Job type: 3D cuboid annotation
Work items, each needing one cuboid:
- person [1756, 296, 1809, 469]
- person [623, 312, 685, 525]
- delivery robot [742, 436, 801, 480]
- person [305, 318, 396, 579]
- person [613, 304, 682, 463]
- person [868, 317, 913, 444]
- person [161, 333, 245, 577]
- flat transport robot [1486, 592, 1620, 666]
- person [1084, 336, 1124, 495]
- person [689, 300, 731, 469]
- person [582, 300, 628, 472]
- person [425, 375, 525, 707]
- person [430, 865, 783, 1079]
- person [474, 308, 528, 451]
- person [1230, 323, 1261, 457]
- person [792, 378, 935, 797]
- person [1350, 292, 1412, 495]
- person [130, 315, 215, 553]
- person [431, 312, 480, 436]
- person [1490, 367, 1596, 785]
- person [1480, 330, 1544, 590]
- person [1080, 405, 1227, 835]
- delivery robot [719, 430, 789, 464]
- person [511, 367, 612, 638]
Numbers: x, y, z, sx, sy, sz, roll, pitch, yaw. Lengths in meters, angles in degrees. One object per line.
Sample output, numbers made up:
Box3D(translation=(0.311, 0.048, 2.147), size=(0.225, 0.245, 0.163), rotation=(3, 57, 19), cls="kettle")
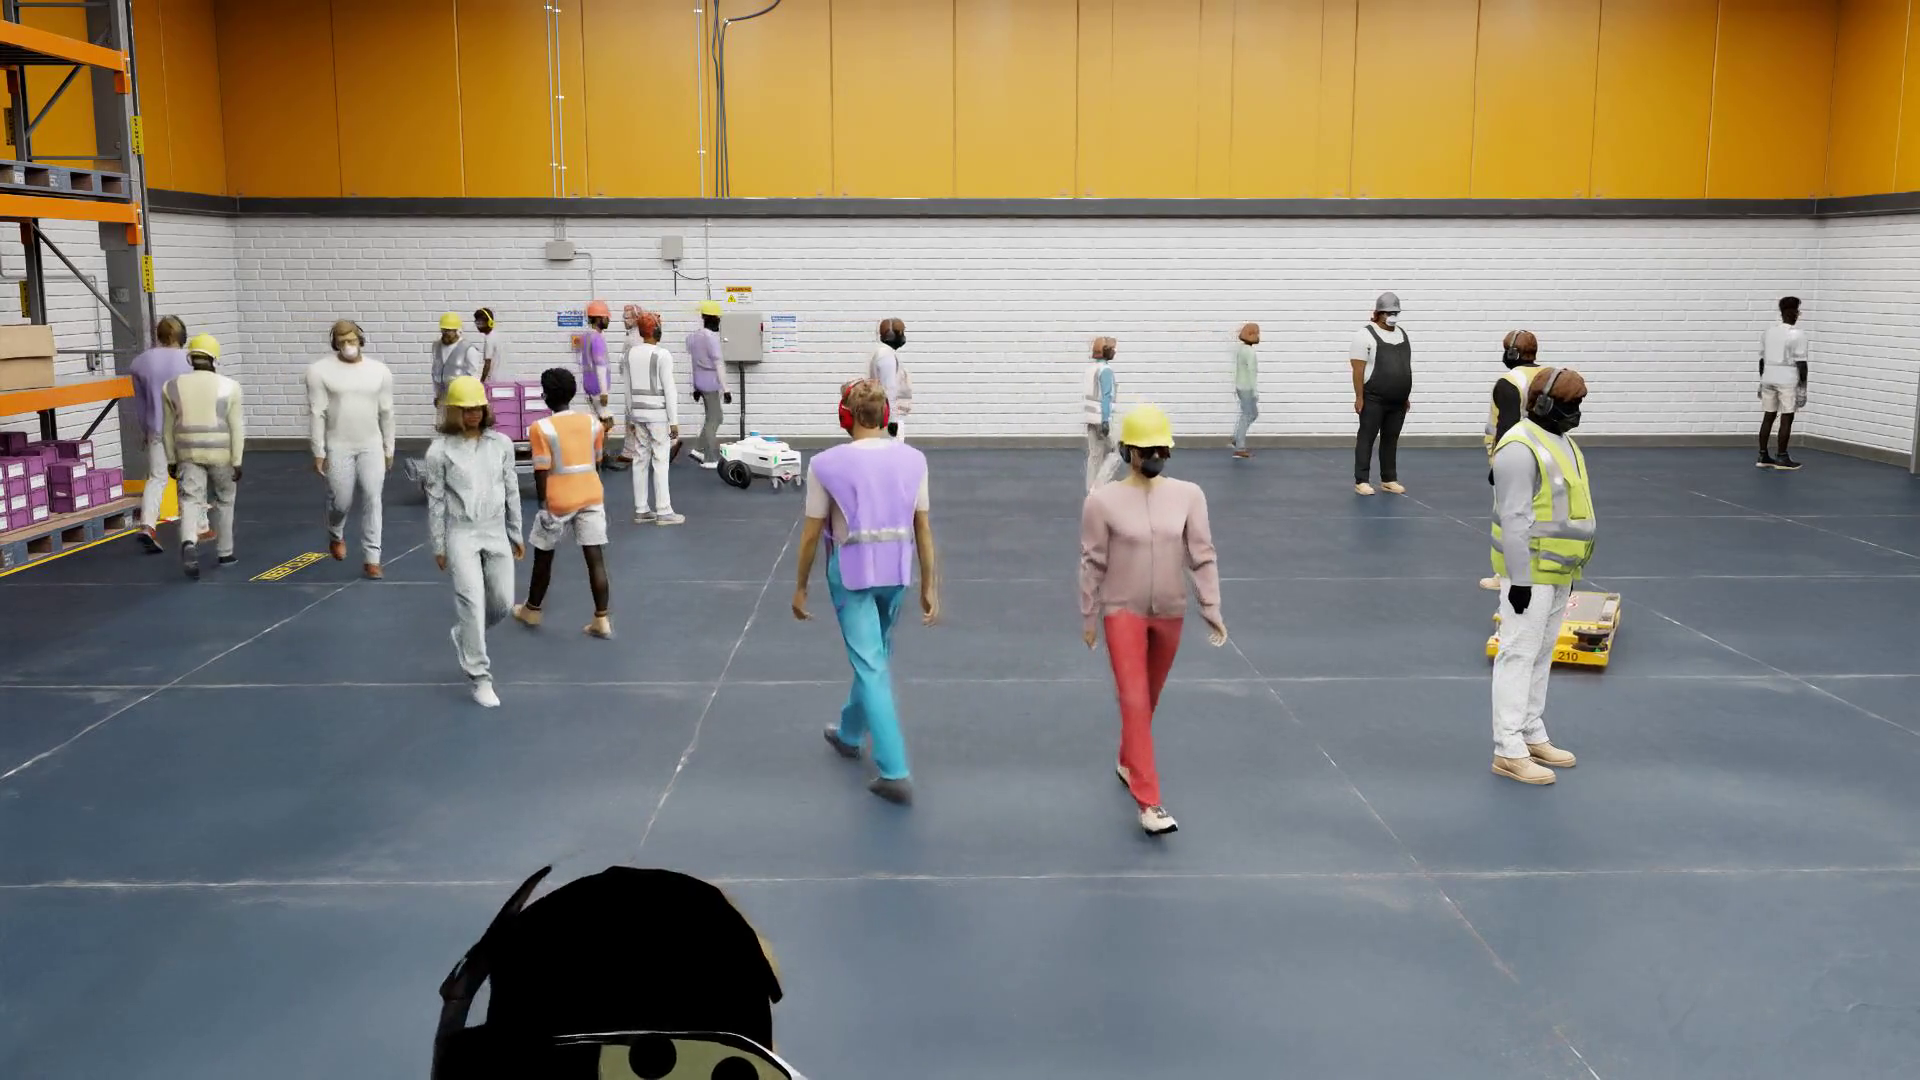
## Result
Box3D(translation=(9.338, -1.783, 18.898), size=(0.381, 1.960, 0.662), rotation=(-4, 10, -23), cls="person")
Box3D(translation=(-2.725, -1.073, 14.772), size=(0.575, 1.884, 0.355), rotation=(6, 11, 33), cls="person")
Box3D(translation=(-1.933, -0.826, 17.034), size=(0.477, 0.478, 0.707), rotation=(-7, 11, -37), cls="delivery robot")
Box3D(translation=(-4.491, -0.680, 12.273), size=(0.633, 1.918, 0.687), rotation=(-6, 11, -33), cls="person")
Box3D(translation=(-3.684, -1.805, 19.329), size=(0.851, 1.872, 0.636), rotation=(1, 9, 3), cls="person")
Box3D(translation=(-0.714, -1.146, 15.399), size=(0.578, 1.823, 0.636), rotation=(0, 9, -3), cls="person")
Box3D(translation=(-5.627, -0.634, 12.364), size=(0.588, 1.803, 0.840), rotation=(-2, 9, -10), cls="person")
Box3D(translation=(3.625, 0.495, 10.092), size=(0.652, 0.197, 1.431), rotation=(4, 10, 24), cls="flat transport robot")
Box3D(translation=(1.374, -1.133, 15.911), size=(0.382, 1.621, 0.553), rotation=(-2, 9, -12), cls="person")
Box3D(translation=(-2.815, -1.750, 18.839), size=(0.407, 1.912, 0.600), rotation=(-5, 10, -27), cls="person")
Box3D(translation=(-4.053, -1.690, 18.433), size=(0.630, 1.926, 0.556), rotation=(-4, 10, -22), cls="person")
Box3D(translation=(-2.589, -0.019, 8.795), size=(0.490, 1.720, 0.655), rotation=(-8, 12, -42), cls="person")
Box3D(translation=(-0.219, 1.138, 1.065), size=(0.627, 1.934, 0.372), rotation=(5, 11, 30), cls="person")
Box3D(translation=(-5.517, -1.818, 19.571), size=(0.868, 1.809, 0.537), rotation=(-2, 9, -11), cls="person")
Box3D(translation=(3.466, -1.792, 19.965), size=(0.365, 1.620, 0.530), rotation=(-1, 9, -6), cls="person")
Box3D(translation=(-0.421, 0.185, 7.350), size=(0.582, 1.789, 1.009), rotation=(-6, 11, -31), cls="person")
Box3D(translation=(4.286, -1.470, 16.728), size=(0.688, 2.000, 0.536), rotation=(-4, 10, -23), cls="person")
Box3D(translation=(-6.365, -0.859, 13.400), size=(0.630, 1.908, 0.940), rotation=(0, 9, -1), cls="person")
Box3D(translation=(-5.540, -1.608, 18.299), size=(0.617, 1.804, 0.554), rotation=(4, 10, 21), cls="person")
Box3D(translation=(2.602, 0.148, 7.437), size=(0.429, 1.838, 0.621), rotation=(7, 12, 37), cls="person")
Box3D(translation=(3.926, -0.560, 11.757), size=(0.634, 1.841, 0.429), rotation=(-9, 13, -42), cls="person")
Box3D(translation=(0.773, 0.305, 6.841), size=(0.539, 1.717, 0.933), rotation=(-2, 10, -15), cls="person")
Box3D(translation=(-2.171, -0.914, 17.576), size=(0.707, 0.478, 0.477), rotation=(-3, 10, -16), cls="delivery robot")
Box3D(translation=(-2.469, -0.235, 10.325), size=(0.552, 1.661, 0.841), rotation=(-9, 13, -44), cls="person")
